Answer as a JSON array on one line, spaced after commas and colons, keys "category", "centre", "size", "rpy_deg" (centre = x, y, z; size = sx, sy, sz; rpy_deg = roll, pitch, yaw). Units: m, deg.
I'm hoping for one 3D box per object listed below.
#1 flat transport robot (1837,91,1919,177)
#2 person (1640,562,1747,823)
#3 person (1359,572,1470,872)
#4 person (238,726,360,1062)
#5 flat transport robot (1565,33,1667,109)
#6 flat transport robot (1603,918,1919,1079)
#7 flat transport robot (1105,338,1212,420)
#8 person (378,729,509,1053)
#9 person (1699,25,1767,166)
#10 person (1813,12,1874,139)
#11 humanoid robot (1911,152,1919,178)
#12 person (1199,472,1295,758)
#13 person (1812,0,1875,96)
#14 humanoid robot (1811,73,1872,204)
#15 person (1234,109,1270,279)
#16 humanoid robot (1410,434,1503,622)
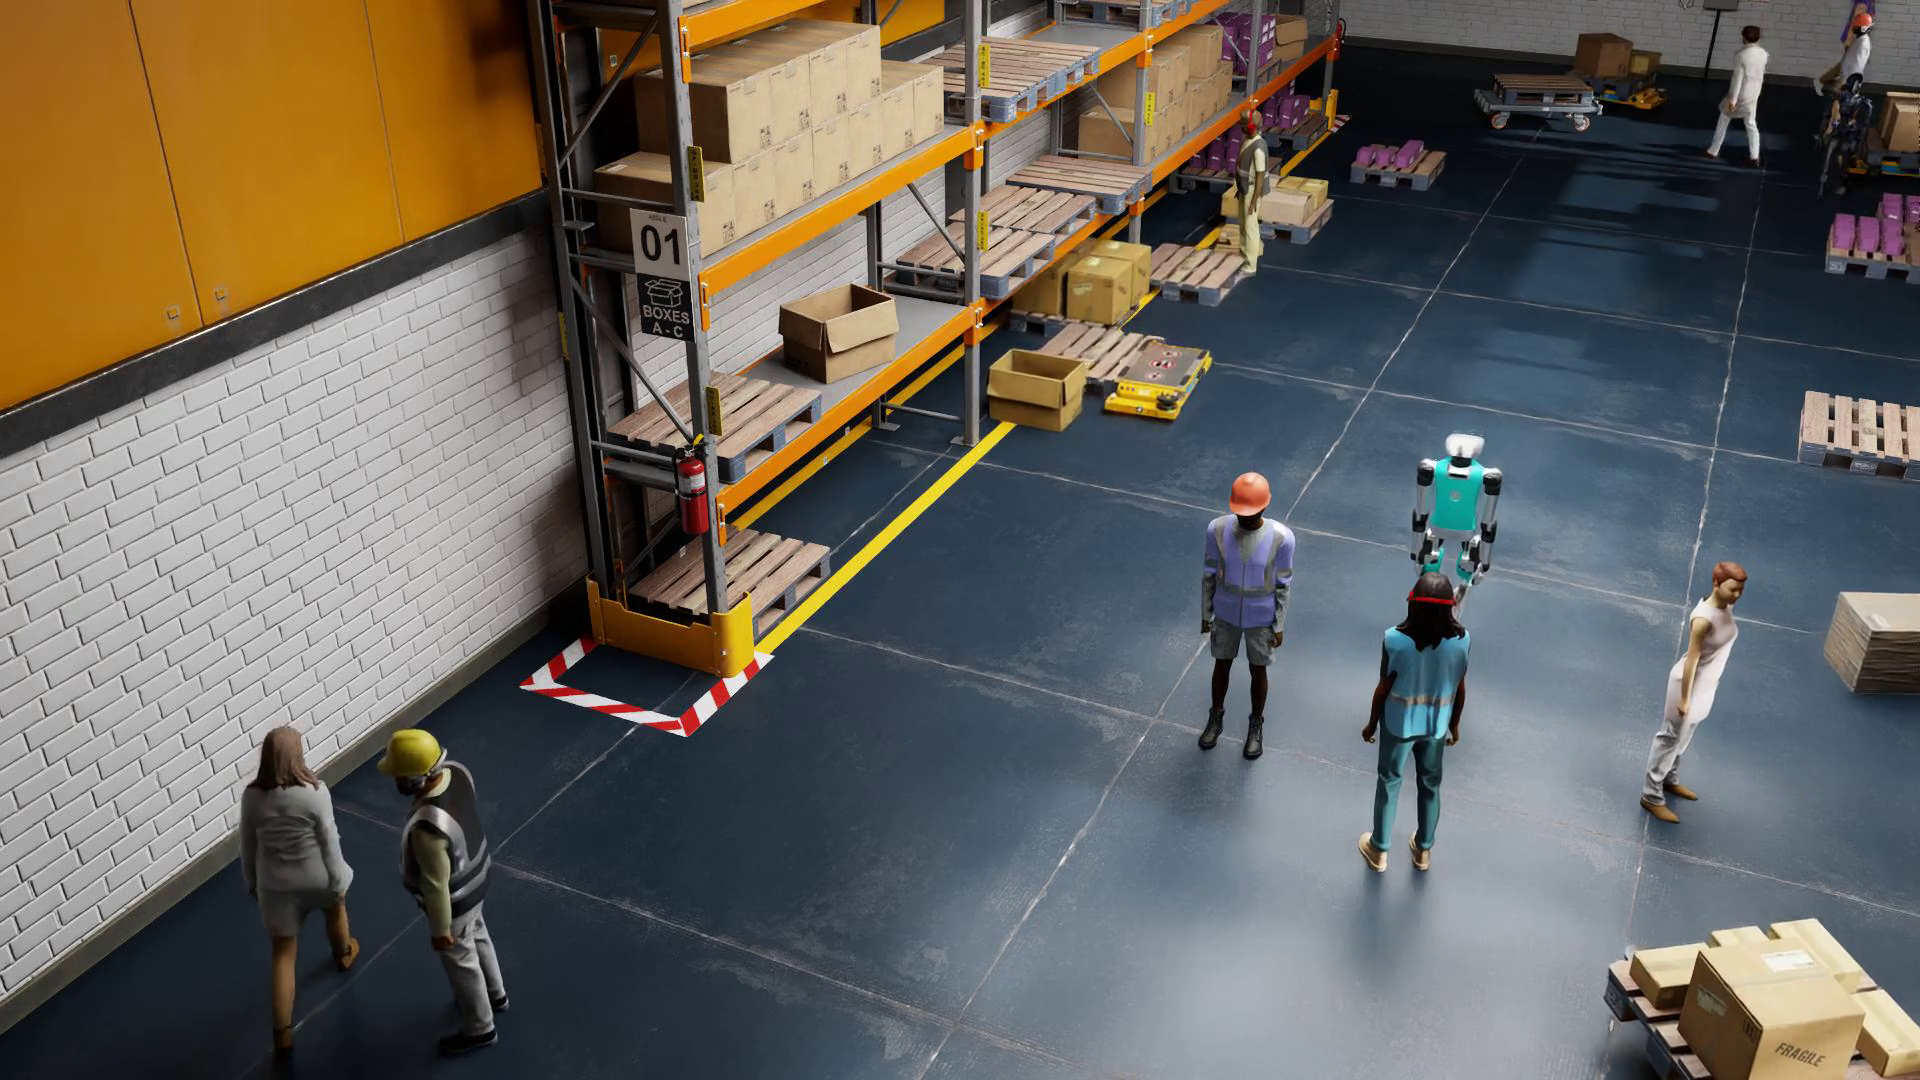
[{"category": "flat transport robot", "centre": [12.370, -4.938, 21.884], "size": [1.431, 0.231, 0.659], "rpy_deg": [10, 30, 18]}, {"category": "person", "centre": [4.287, 0.858, 9.673], "size": [0.286, 1.656, 0.442], "rpy_deg": [25, 37, 38]}, {"category": "person", "centre": [2.496, 1.023, 9.149], "size": [0.522, 1.865, 0.388], "rpy_deg": [1, 28, 1]}, {"category": "person", "centre": [-3.276, 1.709, 8.156], "size": [0.508, 1.603, 0.936], "rpy_deg": [-4, 29, -7]}, {"category": "flat transport robot", "centre": [9.964, -6.830, 25.394], "size": [1.431, 0.231, 0.659], "rpy_deg": [22, 35, 35]}, {"category": "flat transport robot", "centre": [3.851, 2.500, 8.092], "size": [0.659, 0.231, 1.431], "rpy_deg": [-5, 29, -9]}, {"category": "flat transport robot", "centre": [1.870, -1.512, 15.531], "size": [0.659, 0.231, 1.431], "rpy_deg": [10, 30, 19]}, {"category": "person", "centre": [-2.463, 1.670, 7.999], "size": [0.407, 1.824, 0.606], "rpy_deg": [0, 28, -1]}, {"category": "person", "centre": [10.416, -5.869, 22.024], "size": [0.540, 1.791, 0.879], "rpy_deg": [-9, 30, -16]}, {"category": "person", "centre": [12.346, -6.445, 23.122], "size": [0.497, 1.736, 0.592], "rpy_deg": [10, 30, 17]}, {"category": "humanoid robot", "centre": [12.588, -5.513, 21.439], "size": [0.752, 1.811, 0.530], "rpy_deg": [2, 28, 4]}, {"category": "person", "centre": [1.721, 0.456, 10.139], "size": [0.542, 1.929, 0.386], "rpy_deg": [9, 30, 17]}, {"category": "person", "centre": [13.391, -7.525, 24.957], "size": [0.753, 1.904, 0.540], "rpy_deg": [15, 32, 26]}, {"category": "humanoid robot", "centre": [10.956, -5.005, 20.590], "size": [0.761, 1.614, 0.609], "rpy_deg": [-24, 36, -37]}, {"category": "person", "centre": [3.143, -3.745, 18.019], "size": [0.395, 1.839, 0.563], "rpy_deg": [-2, 28, -4]}, {"category": "humanoid robot", "centre": [3.295, 0.082, 11.136], "size": [0.543, 1.884, 0.739], "rpy_deg": [11, 30, 20]}]
